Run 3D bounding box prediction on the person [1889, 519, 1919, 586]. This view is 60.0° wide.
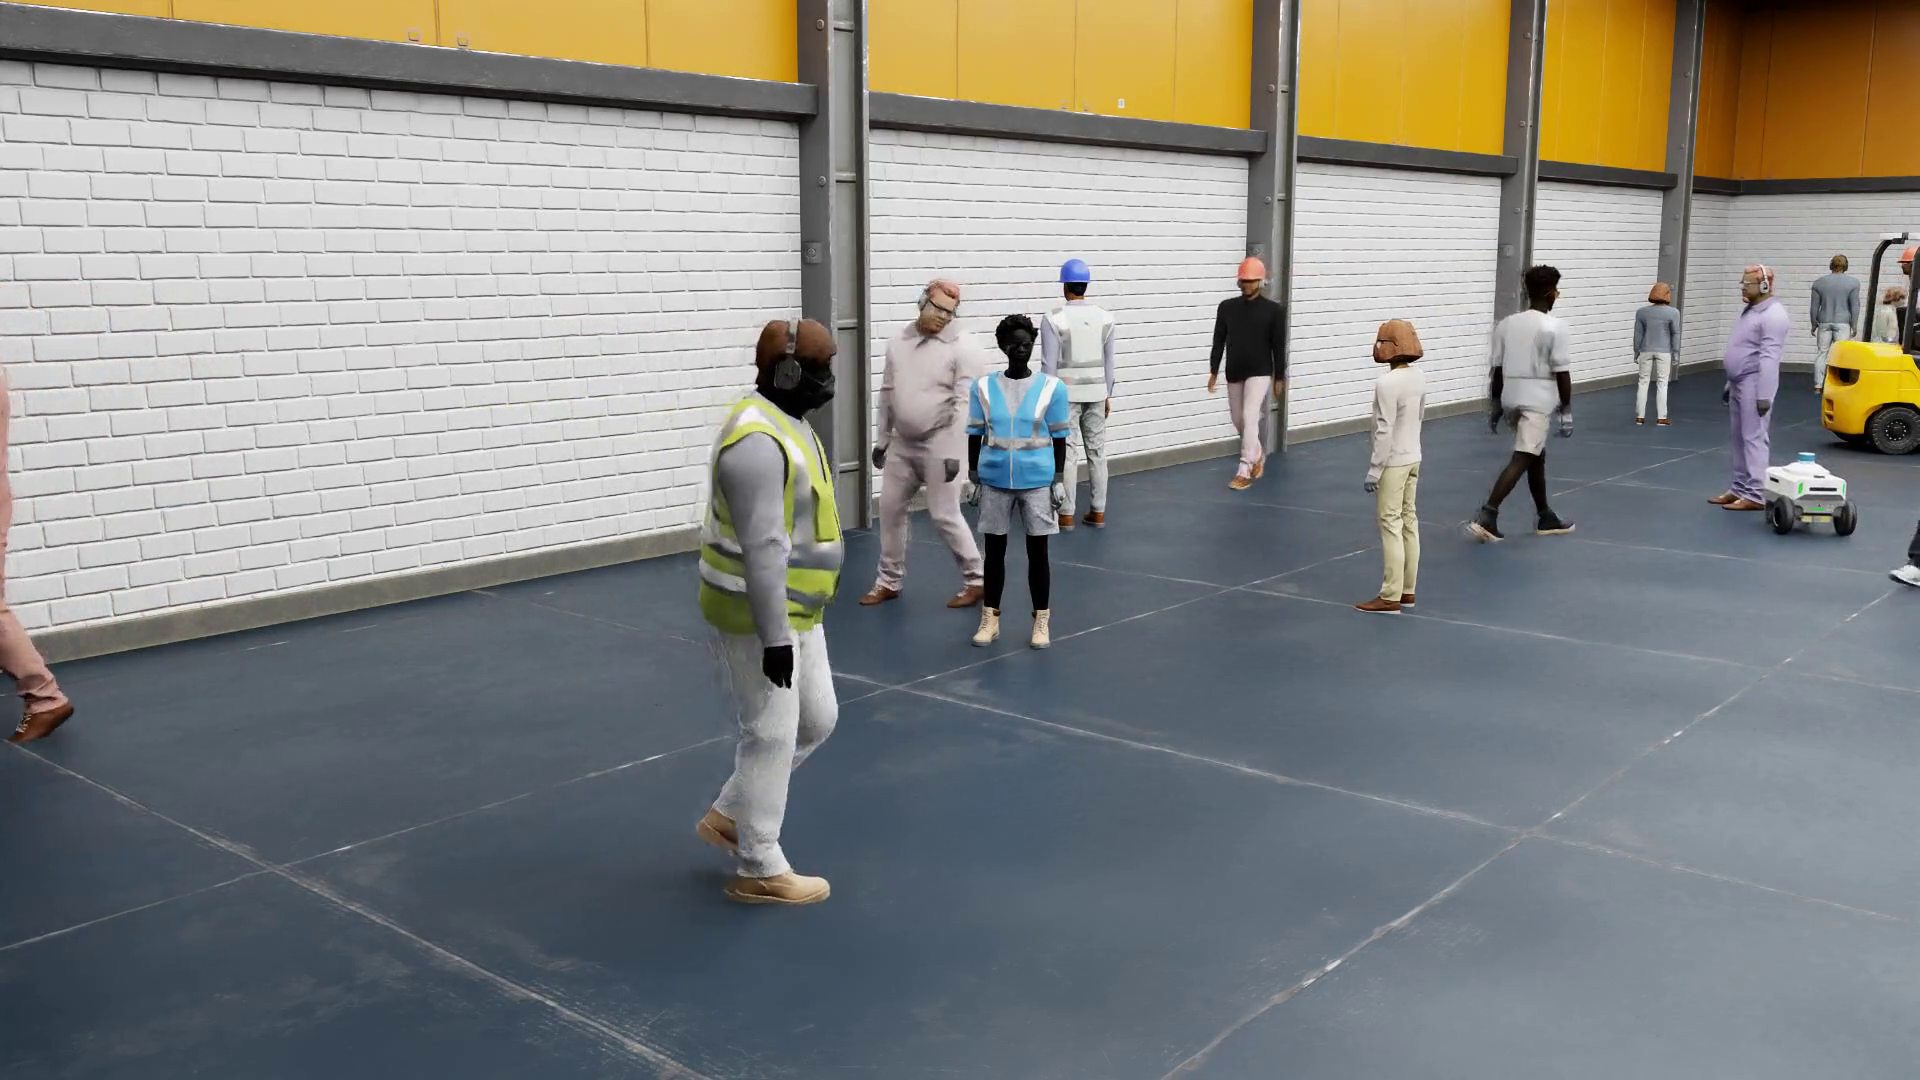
[{"bbox_3d":[6.036,-0.640,9.994,1.061,1.850,0.616,-7,12,-33],"label":"person"}]

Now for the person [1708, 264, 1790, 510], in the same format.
[{"bbox_3d":[6.126,-1.175,12.914,0.404,1.902,0.637,1,10,7],"label":"person"}]

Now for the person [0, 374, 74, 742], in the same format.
[{"bbox_3d":[-4.054,-0.089,6.776,0.495,1.924,0.667,-8,13,-40],"label":"person"}]

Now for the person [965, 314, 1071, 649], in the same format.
[{"bbox_3d":[0.284,-0.291,8.432,0.541,1.698,0.315,2,10,12],"label":"person"}]

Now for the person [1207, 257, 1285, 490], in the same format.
[{"bbox_3d":[2.499,-1.444,14.276,0.617,1.962,0.939,7,12,35],"label":"person"}]

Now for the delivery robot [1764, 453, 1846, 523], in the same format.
[{"bbox_3d":[6.066,-0.383,11.946,0.477,0.478,0.707,1,10,7],"label":"delivery robot"}]

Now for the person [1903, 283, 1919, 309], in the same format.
[{"bbox_3d":[10.833,-2.168,18.759,0.630,1.828,0.433,-7,12,-34],"label":"person"}]

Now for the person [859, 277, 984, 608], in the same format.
[{"bbox_3d":[-0.202,-0.545,9.395,0.707,1.875,0.563,8,13,39],"label":"person"}]

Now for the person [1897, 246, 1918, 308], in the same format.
[{"bbox_3d":[11.410,-2.500,20.032,0.373,2.043,0.615,7,12,35],"label":"person"}]

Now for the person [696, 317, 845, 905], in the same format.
[{"bbox_3d":[-0.573,0.227,5.136,0.436,1.823,0.669,1,10,6],"label":"person"}]

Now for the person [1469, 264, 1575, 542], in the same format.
[{"bbox_3d":[3.929,-0.946,11.533,0.996,1.929,0.621,-5,11,-25],"label":"person"}]

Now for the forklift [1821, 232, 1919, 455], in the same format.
[{"bbox_3d":[9.955,-1.972,16.595,2.313,2.155,1.214,1,10,8],"label":"forklift"}]

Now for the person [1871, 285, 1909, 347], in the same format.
[{"bbox_3d":[10.199,-1.982,18.292,0.372,1.617,0.531,10,14,44],"label":"person"}]

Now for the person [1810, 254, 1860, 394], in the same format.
[{"bbox_3d":[12.106,-2.976,23.038,0.627,1.941,0.371,9,13,42],"label":"person"}]

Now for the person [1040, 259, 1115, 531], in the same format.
[{"bbox_3d":[0.833,-1.038,11.976,0.605,1.949,0.402,-5,11,-25],"label":"person"}]

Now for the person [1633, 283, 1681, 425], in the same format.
[{"bbox_3d":[7.989,-2.130,19.090,0.507,1.632,0.269,8,12,37],"label":"person"}]

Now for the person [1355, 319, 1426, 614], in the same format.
[{"bbox_3d":[2.412,-0.405,9.267,0.281,1.634,0.498,8,13,38],"label":"person"}]
